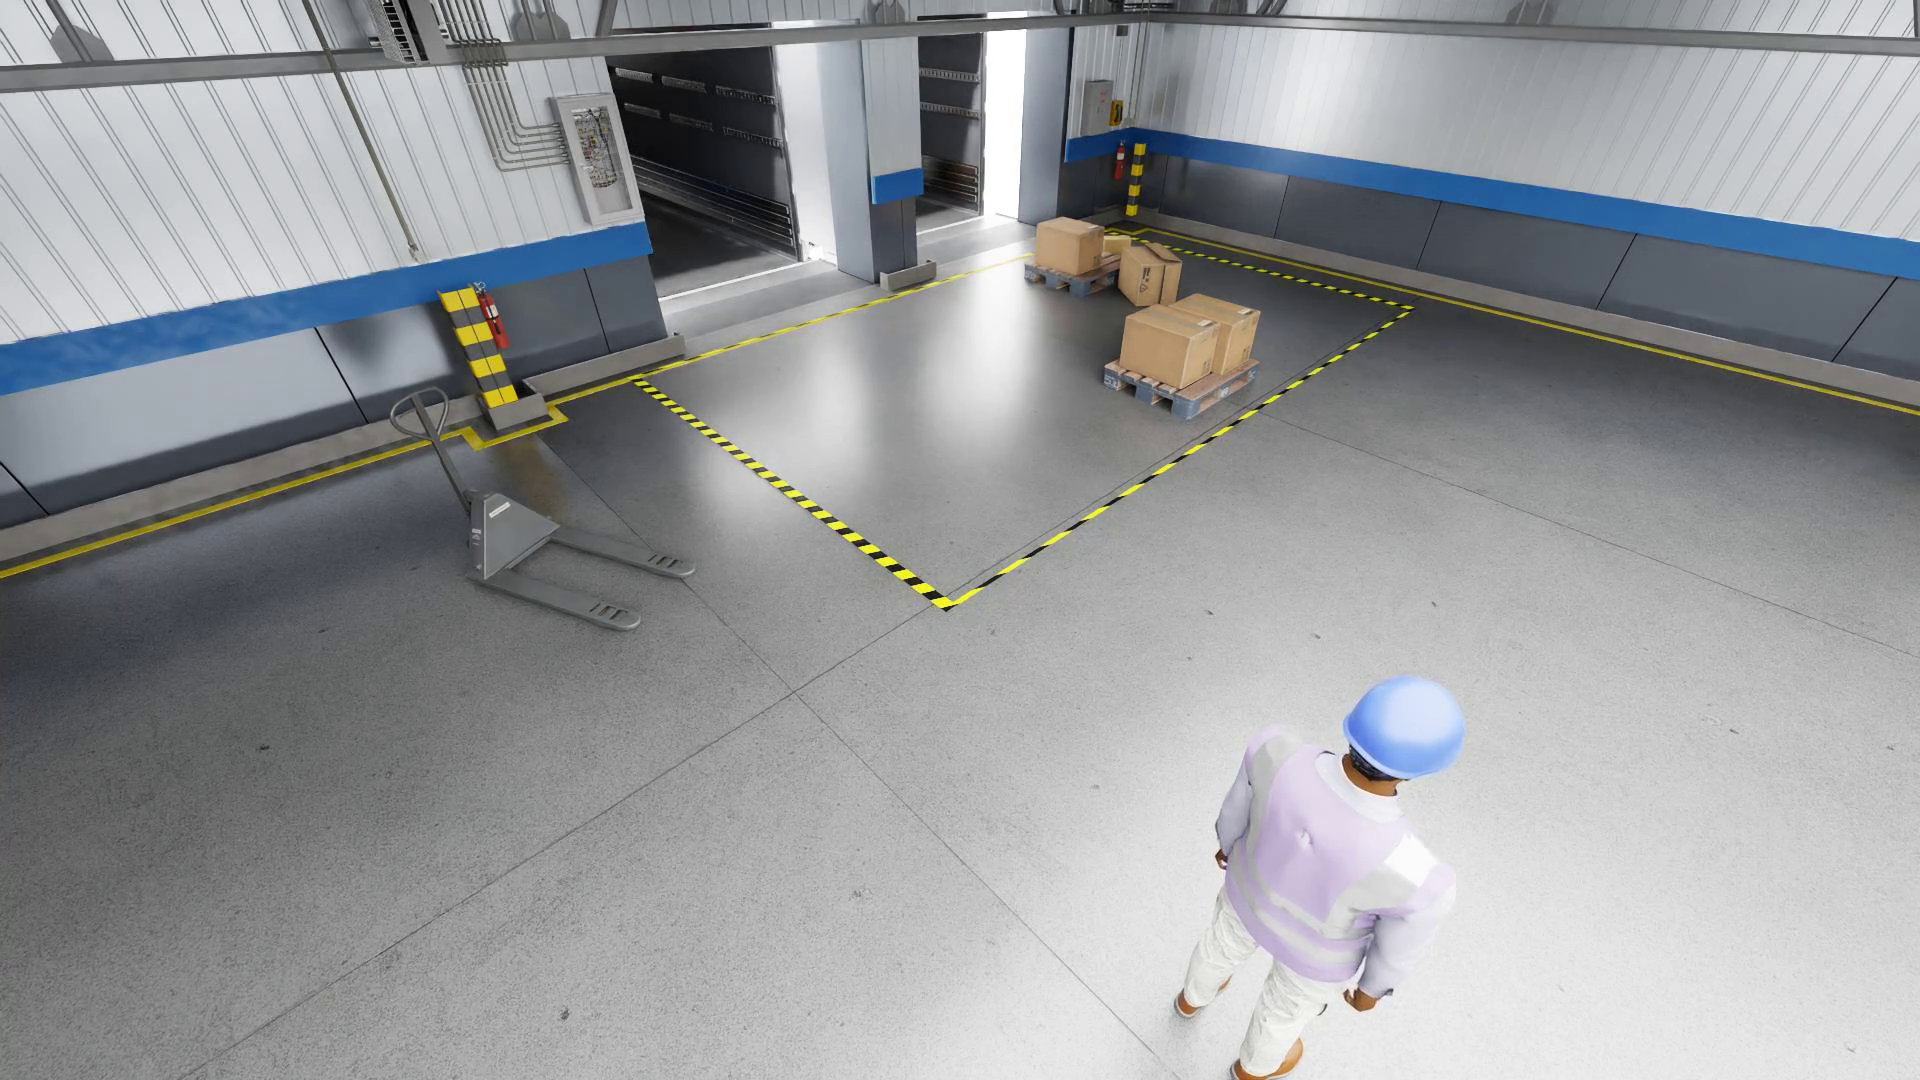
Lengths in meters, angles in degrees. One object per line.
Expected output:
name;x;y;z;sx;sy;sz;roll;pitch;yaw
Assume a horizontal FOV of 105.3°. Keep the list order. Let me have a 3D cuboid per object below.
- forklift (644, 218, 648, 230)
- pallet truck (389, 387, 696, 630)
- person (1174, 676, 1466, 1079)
forklift;-5.419;-5.629;10.901;0.716;2.013;0.776;-30;47;-33
pallet truck;-2.613;-0.247;4.593;1.601;1.201;0.680;14;40;17
person;1.034;1.120;2.244;0.386;1.947;0.613;-21;42;-25
